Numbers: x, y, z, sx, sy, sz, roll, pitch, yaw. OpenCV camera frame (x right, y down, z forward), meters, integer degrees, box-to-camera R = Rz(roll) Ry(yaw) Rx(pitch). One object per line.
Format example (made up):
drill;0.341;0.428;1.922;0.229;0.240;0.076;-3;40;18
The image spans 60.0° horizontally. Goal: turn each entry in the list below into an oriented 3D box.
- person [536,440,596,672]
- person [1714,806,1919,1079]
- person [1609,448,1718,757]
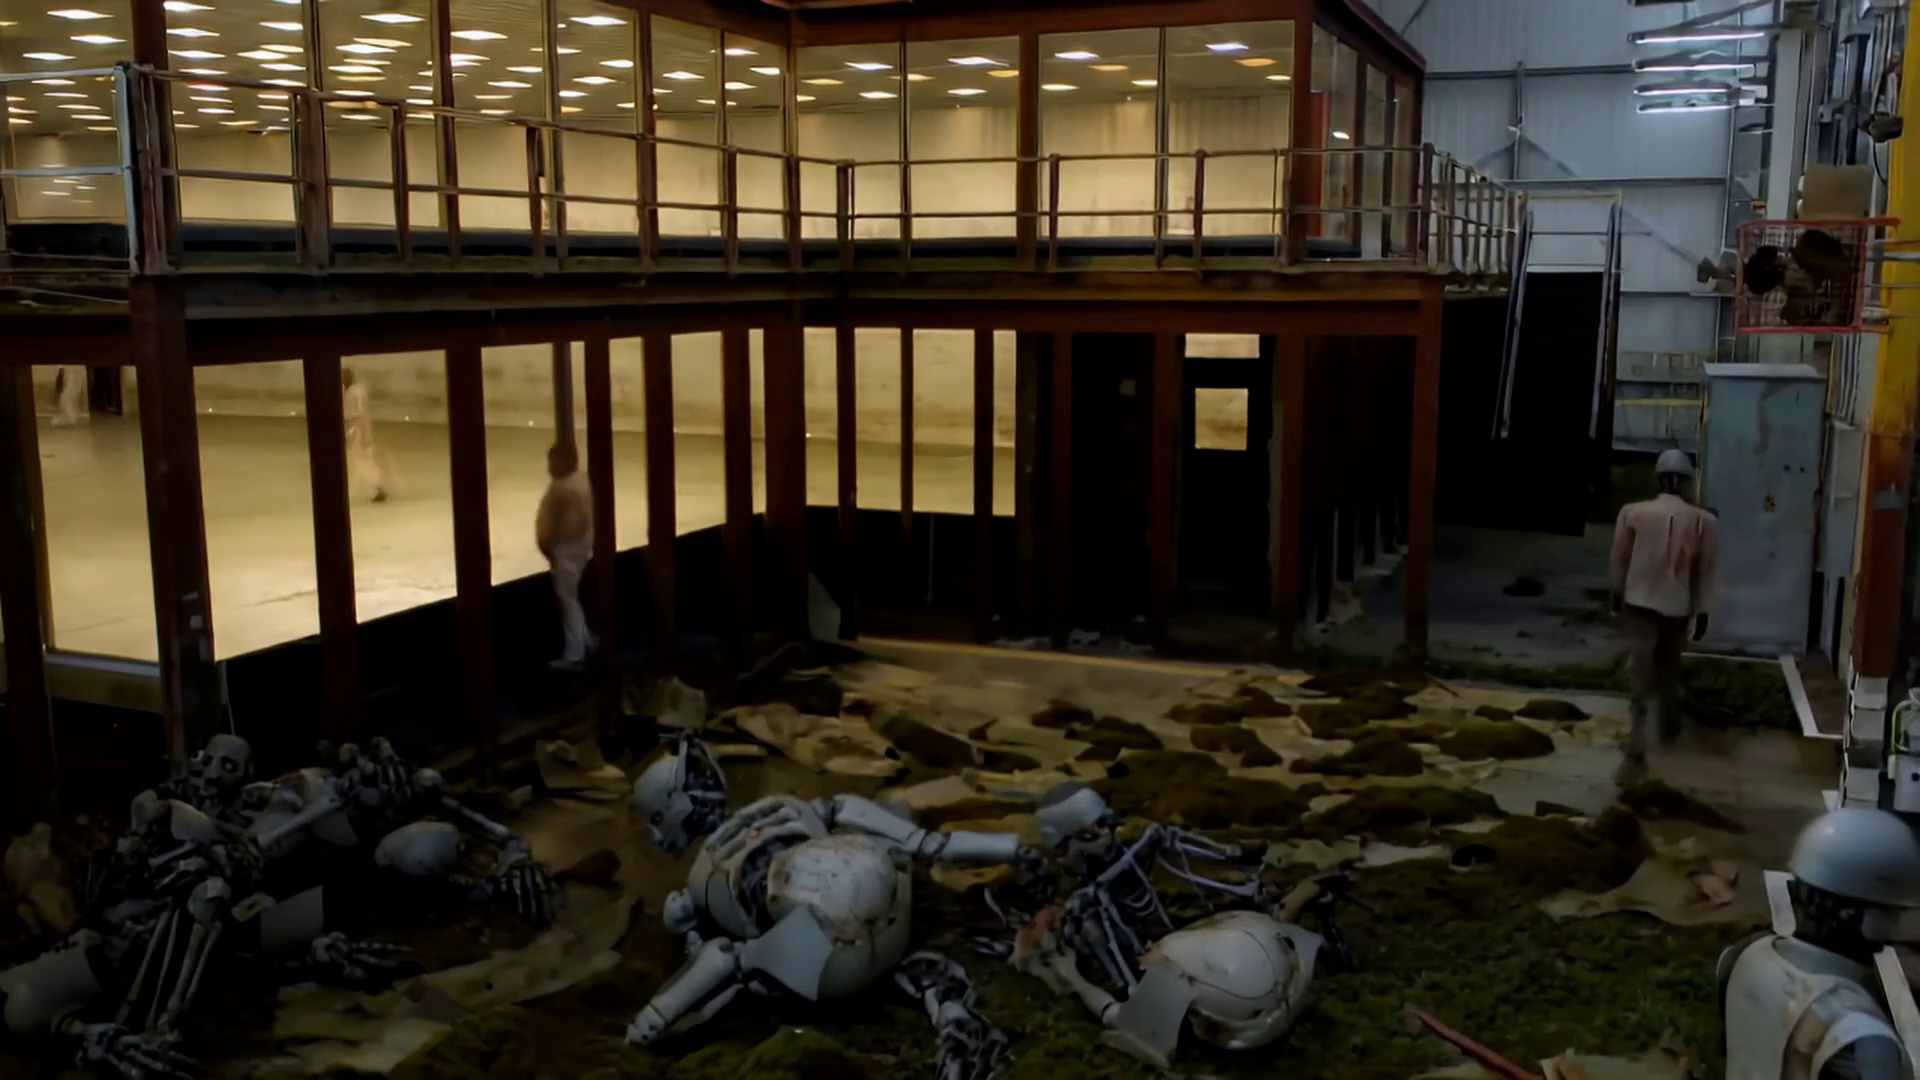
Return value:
person;-3.005;0.123;12.672;0.429;1.793;0.735;-3;10;-16
person;1.831;1.518;3.586;0.399;1.944;0.603;0;9;0
person;4.459;0.386;10.595;0.609;1.948;1.010;3;10;16
